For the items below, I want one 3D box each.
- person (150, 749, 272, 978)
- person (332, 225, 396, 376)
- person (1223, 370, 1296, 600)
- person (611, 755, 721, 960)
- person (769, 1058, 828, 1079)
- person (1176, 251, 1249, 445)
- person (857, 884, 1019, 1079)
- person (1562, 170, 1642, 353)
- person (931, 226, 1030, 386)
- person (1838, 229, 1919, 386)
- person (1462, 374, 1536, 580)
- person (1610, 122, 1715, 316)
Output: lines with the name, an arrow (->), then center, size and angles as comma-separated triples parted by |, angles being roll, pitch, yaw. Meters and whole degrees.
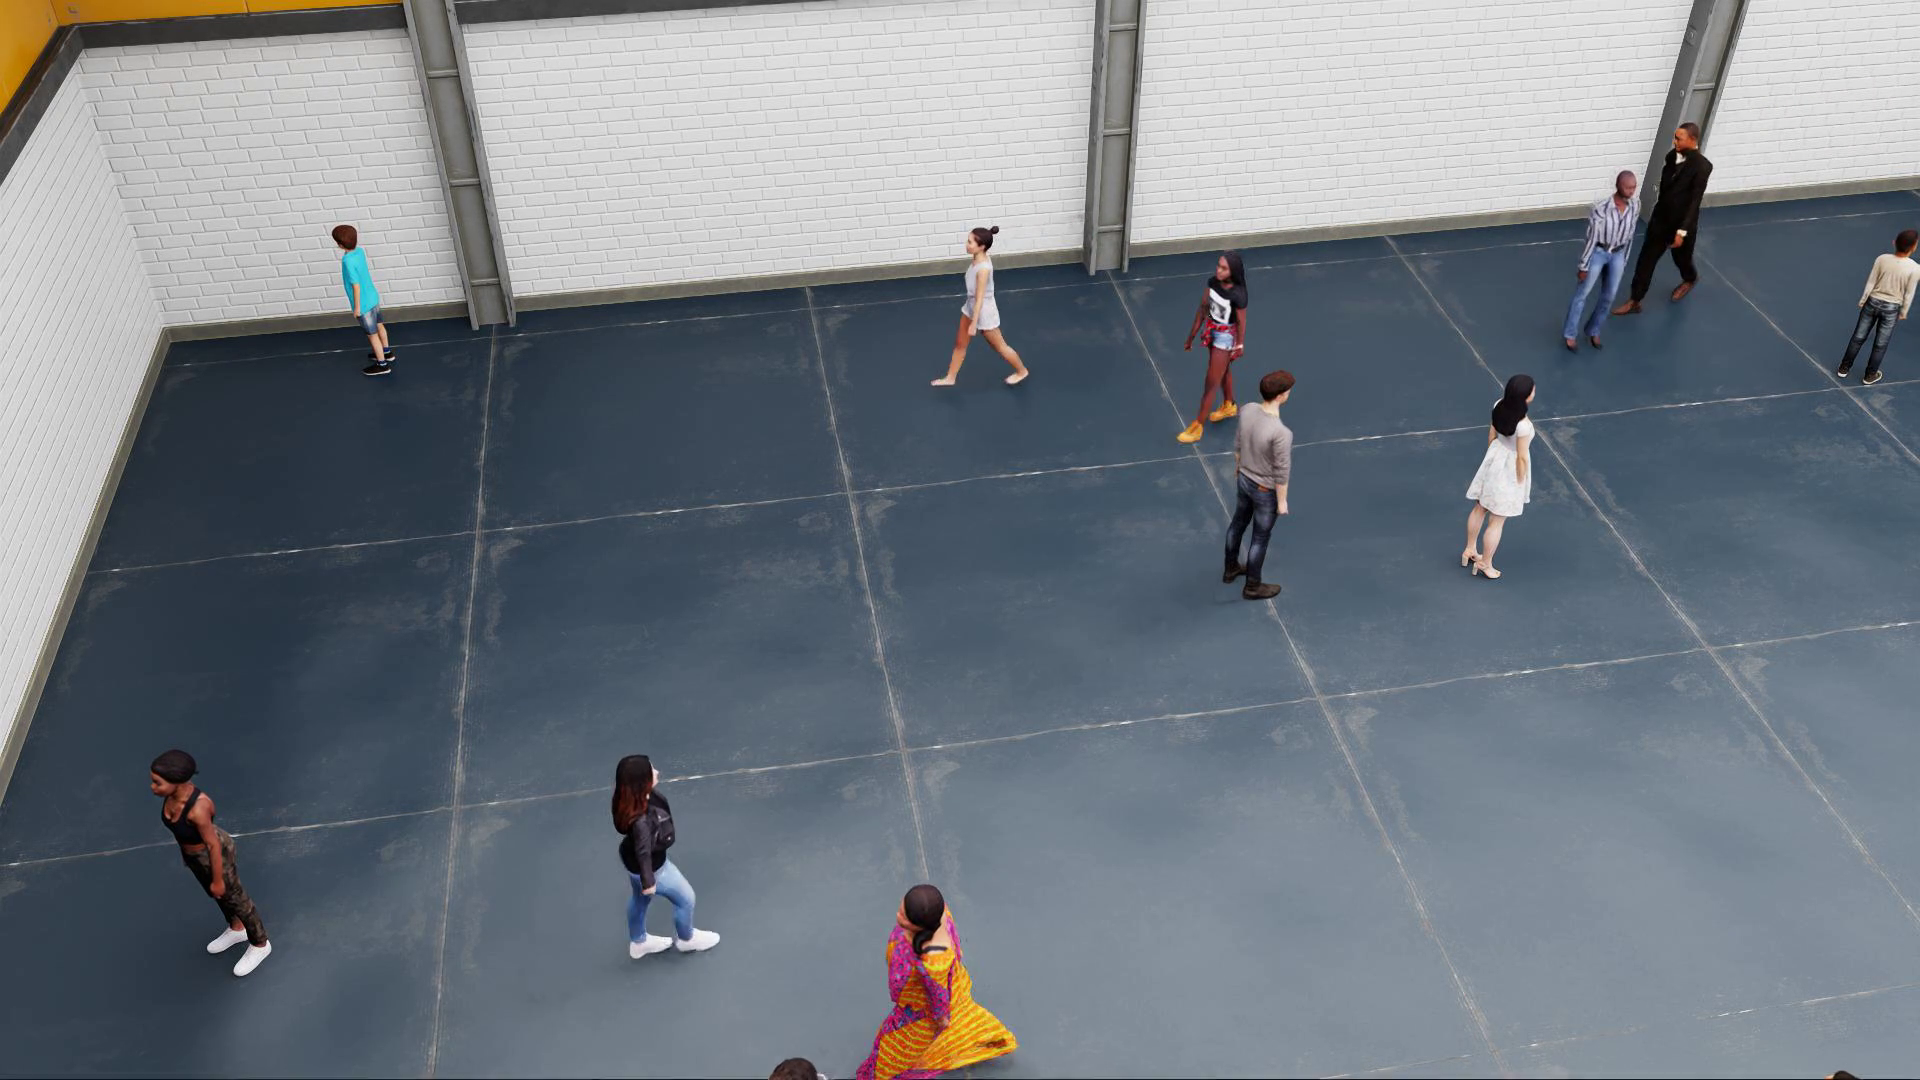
person -> -4.333, 1.833, 9.595 | 0.663, 1.700, 0.711 | 28, 46, 30
person -> -5.296, -2.159, 14.796 | 0.527, 1.448, 0.550 | -1, 39, -1
person -> 2.196, -0.410, 12.241 | 0.700, 1.903, 0.768 | -20, 43, -24
person -> -1.878, 1.875, 9.608 | 0.836, 1.618, 0.755 | -15, 41, -18
person -> -0.679, 2.997, 7.974 | 0.955, 1.905, 1.016 | 24, 45, 27
person -> 2.272, -1.687, 14.008 | 1.068, 1.693, 0.817 | -19, 42, -22
person -> -0.115, 2.382, 8.948 | 1.180, 1.649, 0.705 | -3, 39, -4
person -> 5.759, -2.518, 14.971 | 0.469, 1.789, 0.700 | -6, 39, -7
person -> 0.270, -1.988, 14.485 | 1.092, 1.568, 0.580 | -6, 39, -7
person -> 8.128, -2.058, 14.655 | 0.635, 1.466, 0.684 | 27, 46, 30
person -> 4.049, -0.477, 12.430 | 0.673, 1.772, 0.680 | -12, 40, -14
person -> 6.732, -2.977, 15.490 | 1.390, 1.860, 1.000 | -21, 43, -24
